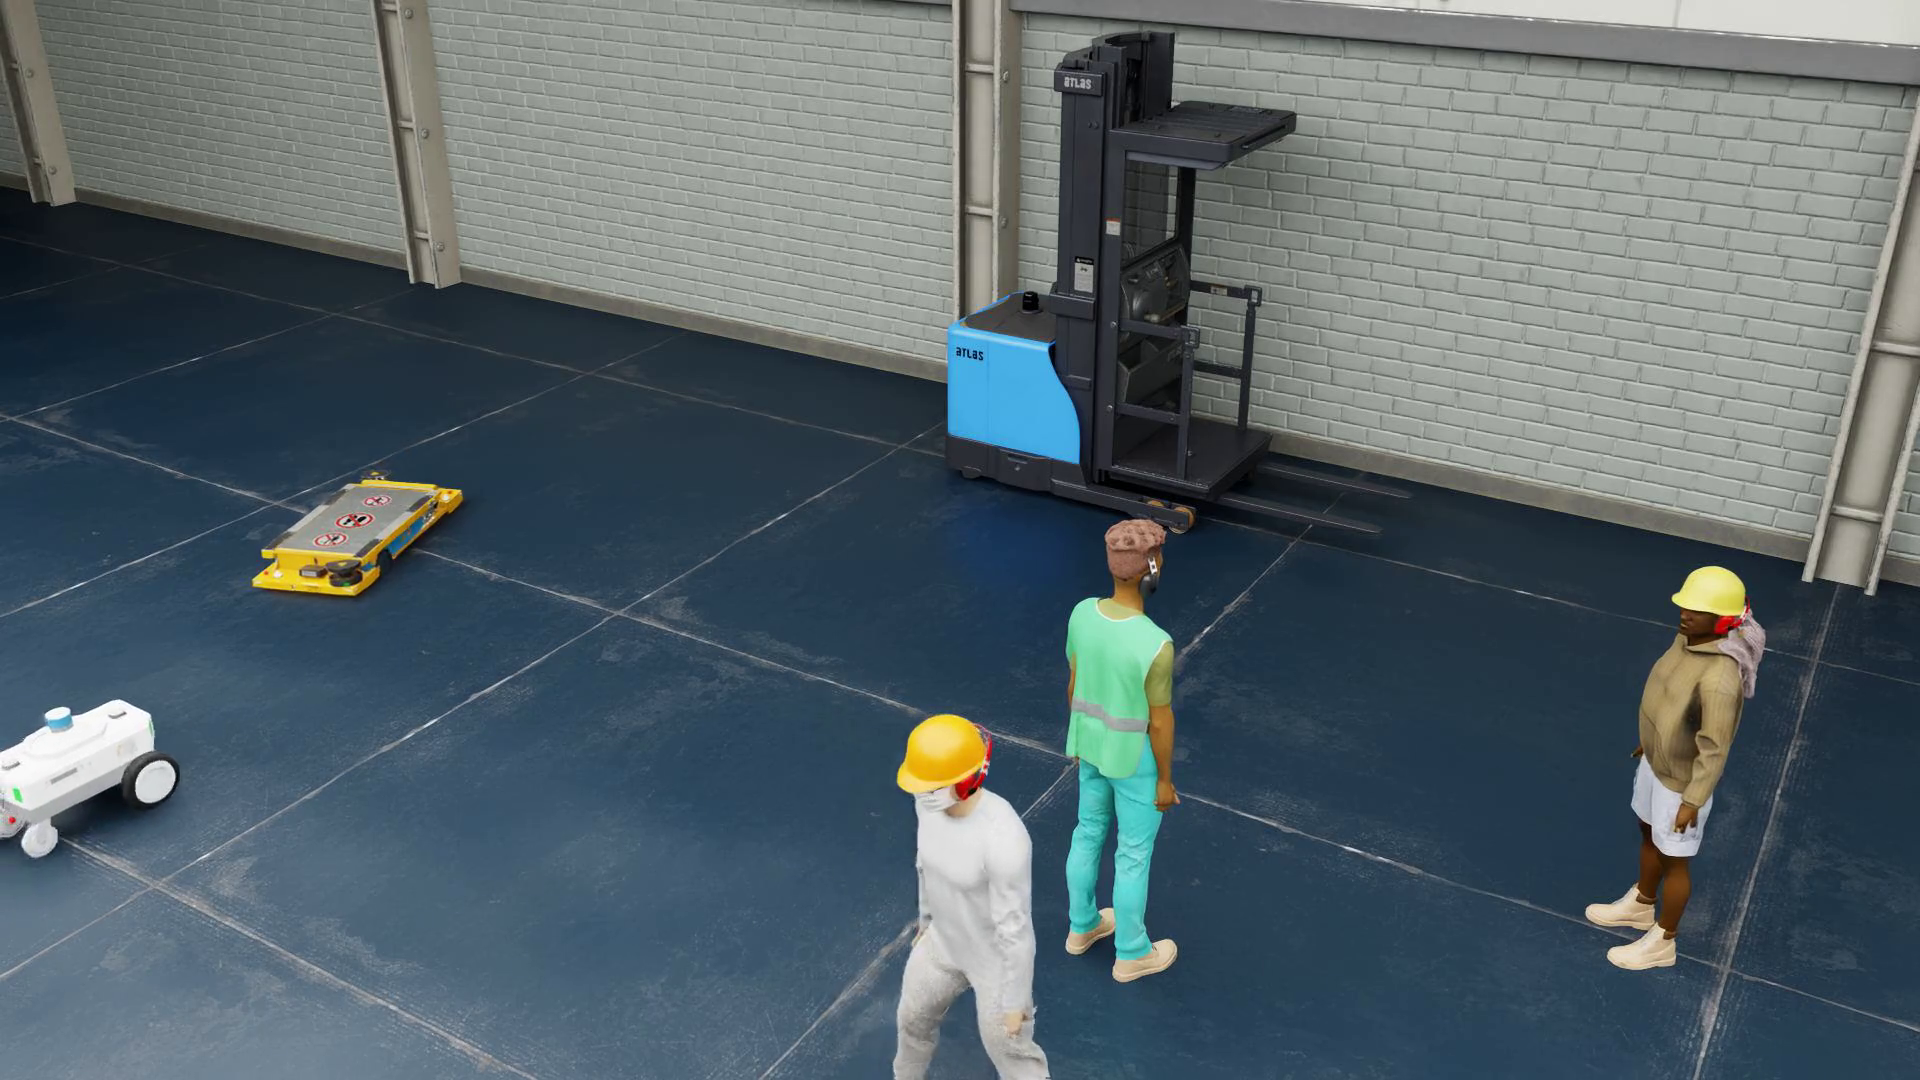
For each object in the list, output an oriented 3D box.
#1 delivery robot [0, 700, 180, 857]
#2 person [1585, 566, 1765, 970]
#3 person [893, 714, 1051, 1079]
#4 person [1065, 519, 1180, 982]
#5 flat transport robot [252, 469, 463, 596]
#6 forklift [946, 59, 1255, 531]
[{"bbox_3d":[-4.093,1.053,7.705,0.499,0.602,0.801,15,29,29],"label":"delivery robot"},{"bbox_3d":[2.867,0.901,6.599,0.400,1.765,0.550,1,25,2],"label":"person"},{"bbox_3d":[-0.002,1.355,5.540,0.489,1.865,0.676,-20,32,-36],"label":"person"},{"bbox_3d":[0.625,0.837,6.490,0.396,1.978,0.489,-22,33,-39],"label":"person"},{"bbox_3d":[-3.729,-0.057,10.379,0.659,0.231,1.431,4,26,9],"label":"flat transport robot"},{"bbox_3d":[0.933,-1.707,10.833,1.873,2.768,1.129,15,29,28],"label":"forklift"}]
